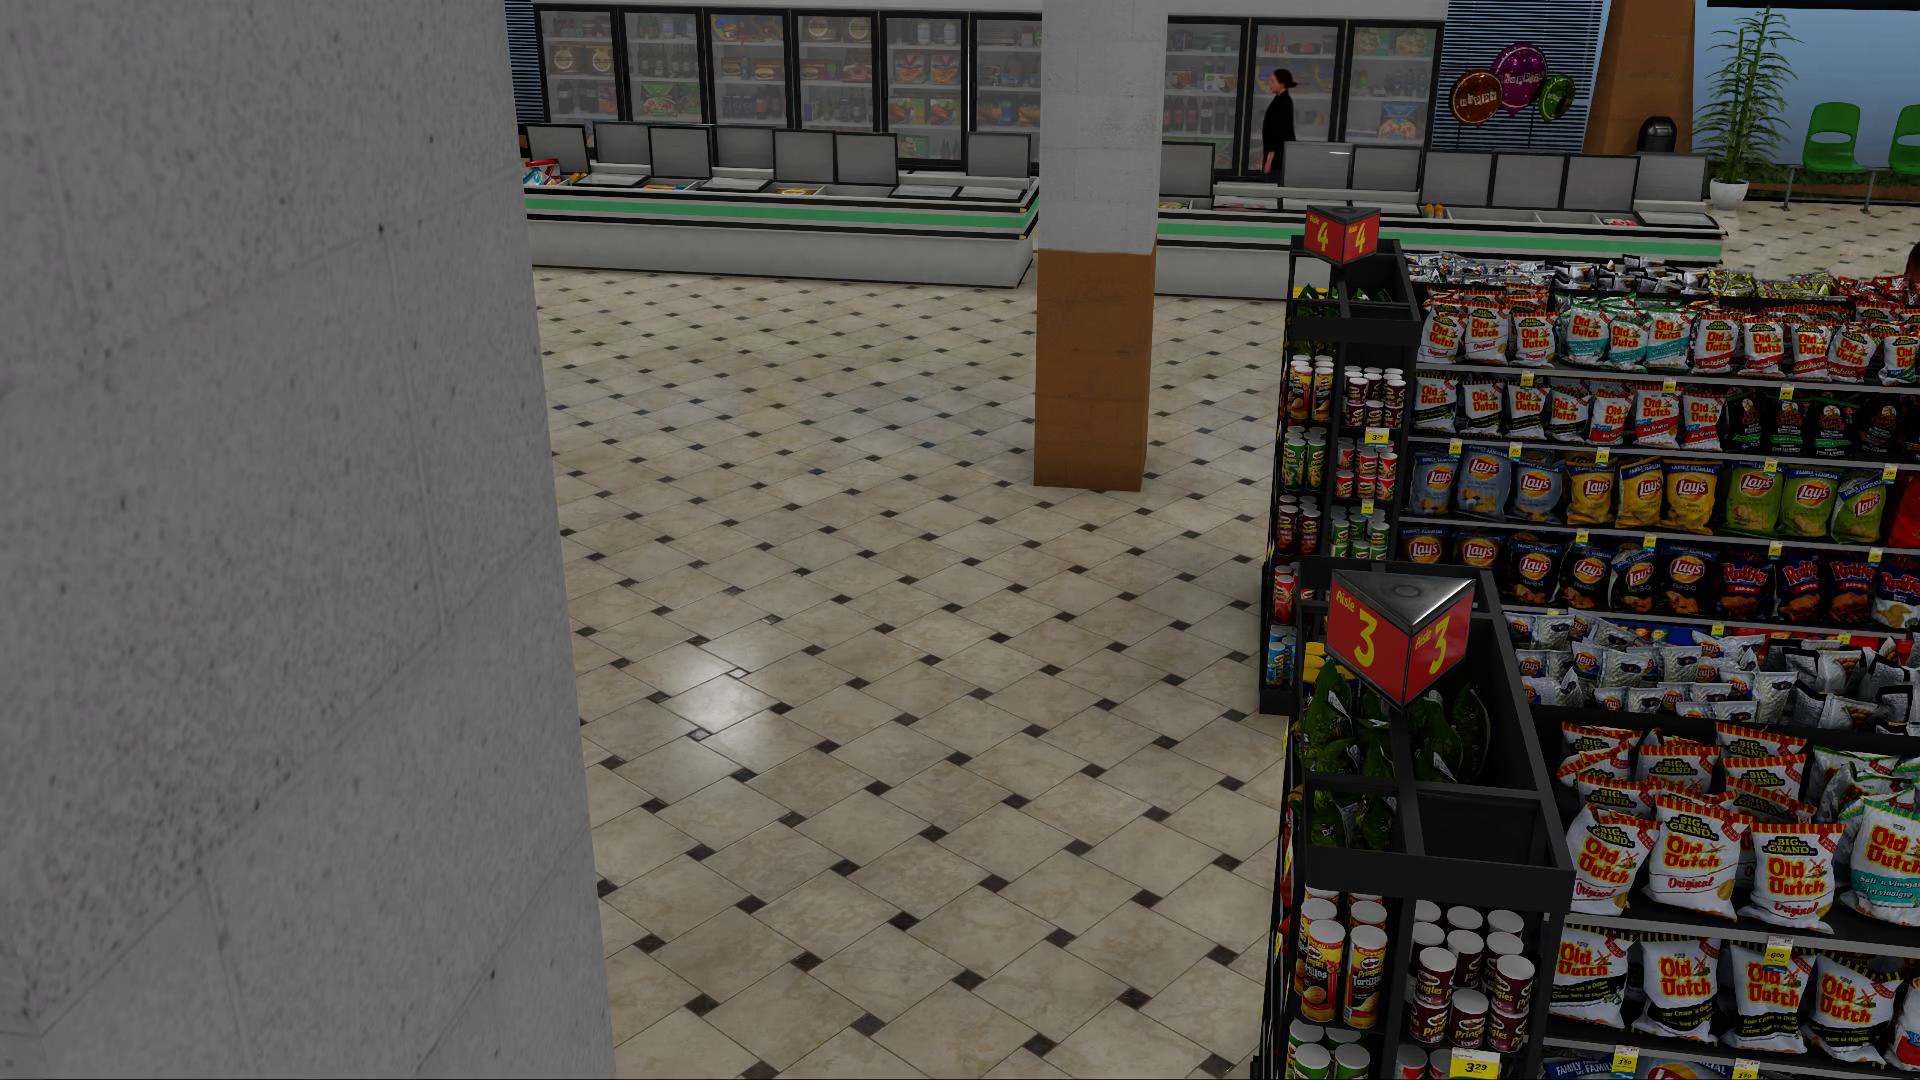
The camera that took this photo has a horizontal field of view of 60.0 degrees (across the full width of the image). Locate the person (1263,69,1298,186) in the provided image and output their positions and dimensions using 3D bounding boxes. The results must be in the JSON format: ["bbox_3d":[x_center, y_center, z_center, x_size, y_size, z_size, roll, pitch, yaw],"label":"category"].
[{"bbox_3d":[3.241,-3.847,16.677,0.756,1.706,0.673,5,24,10],"label":"person"}]
